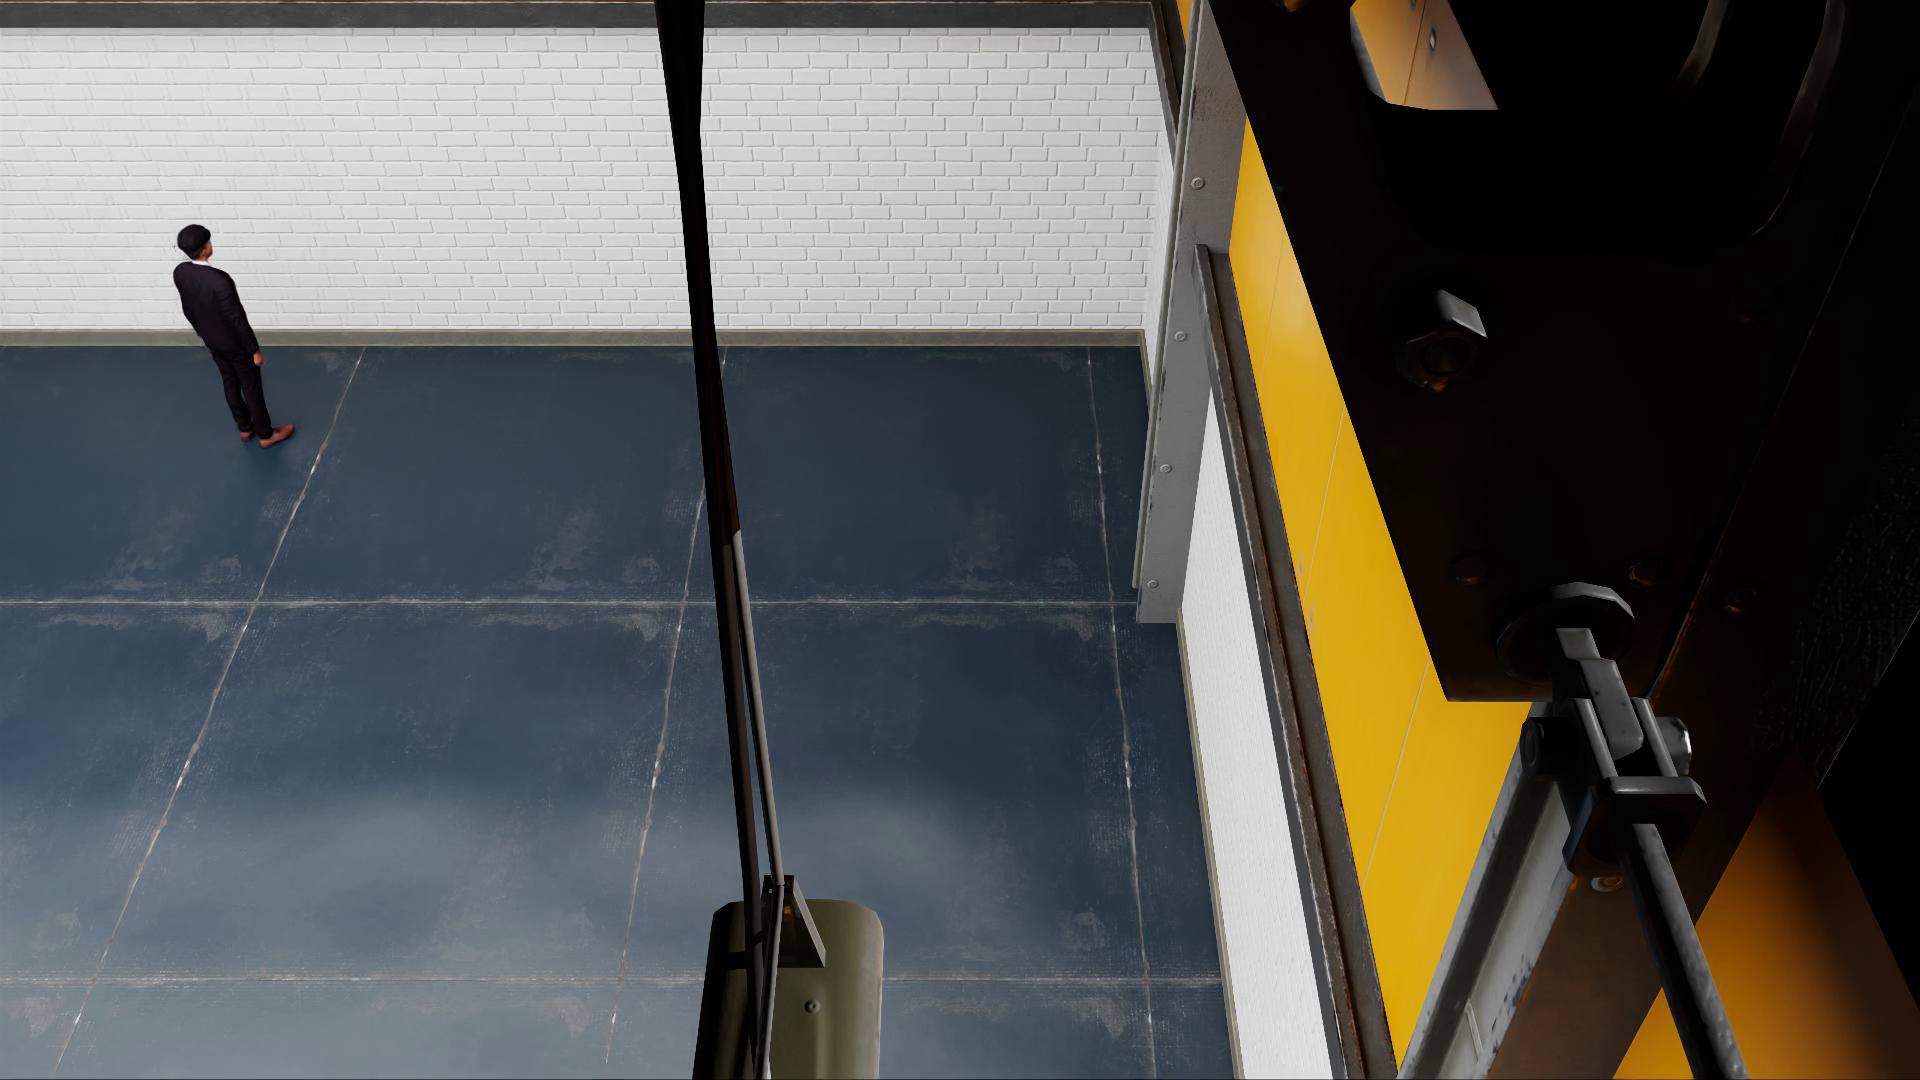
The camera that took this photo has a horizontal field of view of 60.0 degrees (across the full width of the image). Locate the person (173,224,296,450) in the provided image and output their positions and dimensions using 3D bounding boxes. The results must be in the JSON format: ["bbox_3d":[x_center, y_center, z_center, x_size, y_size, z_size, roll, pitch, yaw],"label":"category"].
[{"bbox_3d":[-5.440,-1.495,12.320,0.776,1.879,0.729,19,47,19],"label":"person"}]
